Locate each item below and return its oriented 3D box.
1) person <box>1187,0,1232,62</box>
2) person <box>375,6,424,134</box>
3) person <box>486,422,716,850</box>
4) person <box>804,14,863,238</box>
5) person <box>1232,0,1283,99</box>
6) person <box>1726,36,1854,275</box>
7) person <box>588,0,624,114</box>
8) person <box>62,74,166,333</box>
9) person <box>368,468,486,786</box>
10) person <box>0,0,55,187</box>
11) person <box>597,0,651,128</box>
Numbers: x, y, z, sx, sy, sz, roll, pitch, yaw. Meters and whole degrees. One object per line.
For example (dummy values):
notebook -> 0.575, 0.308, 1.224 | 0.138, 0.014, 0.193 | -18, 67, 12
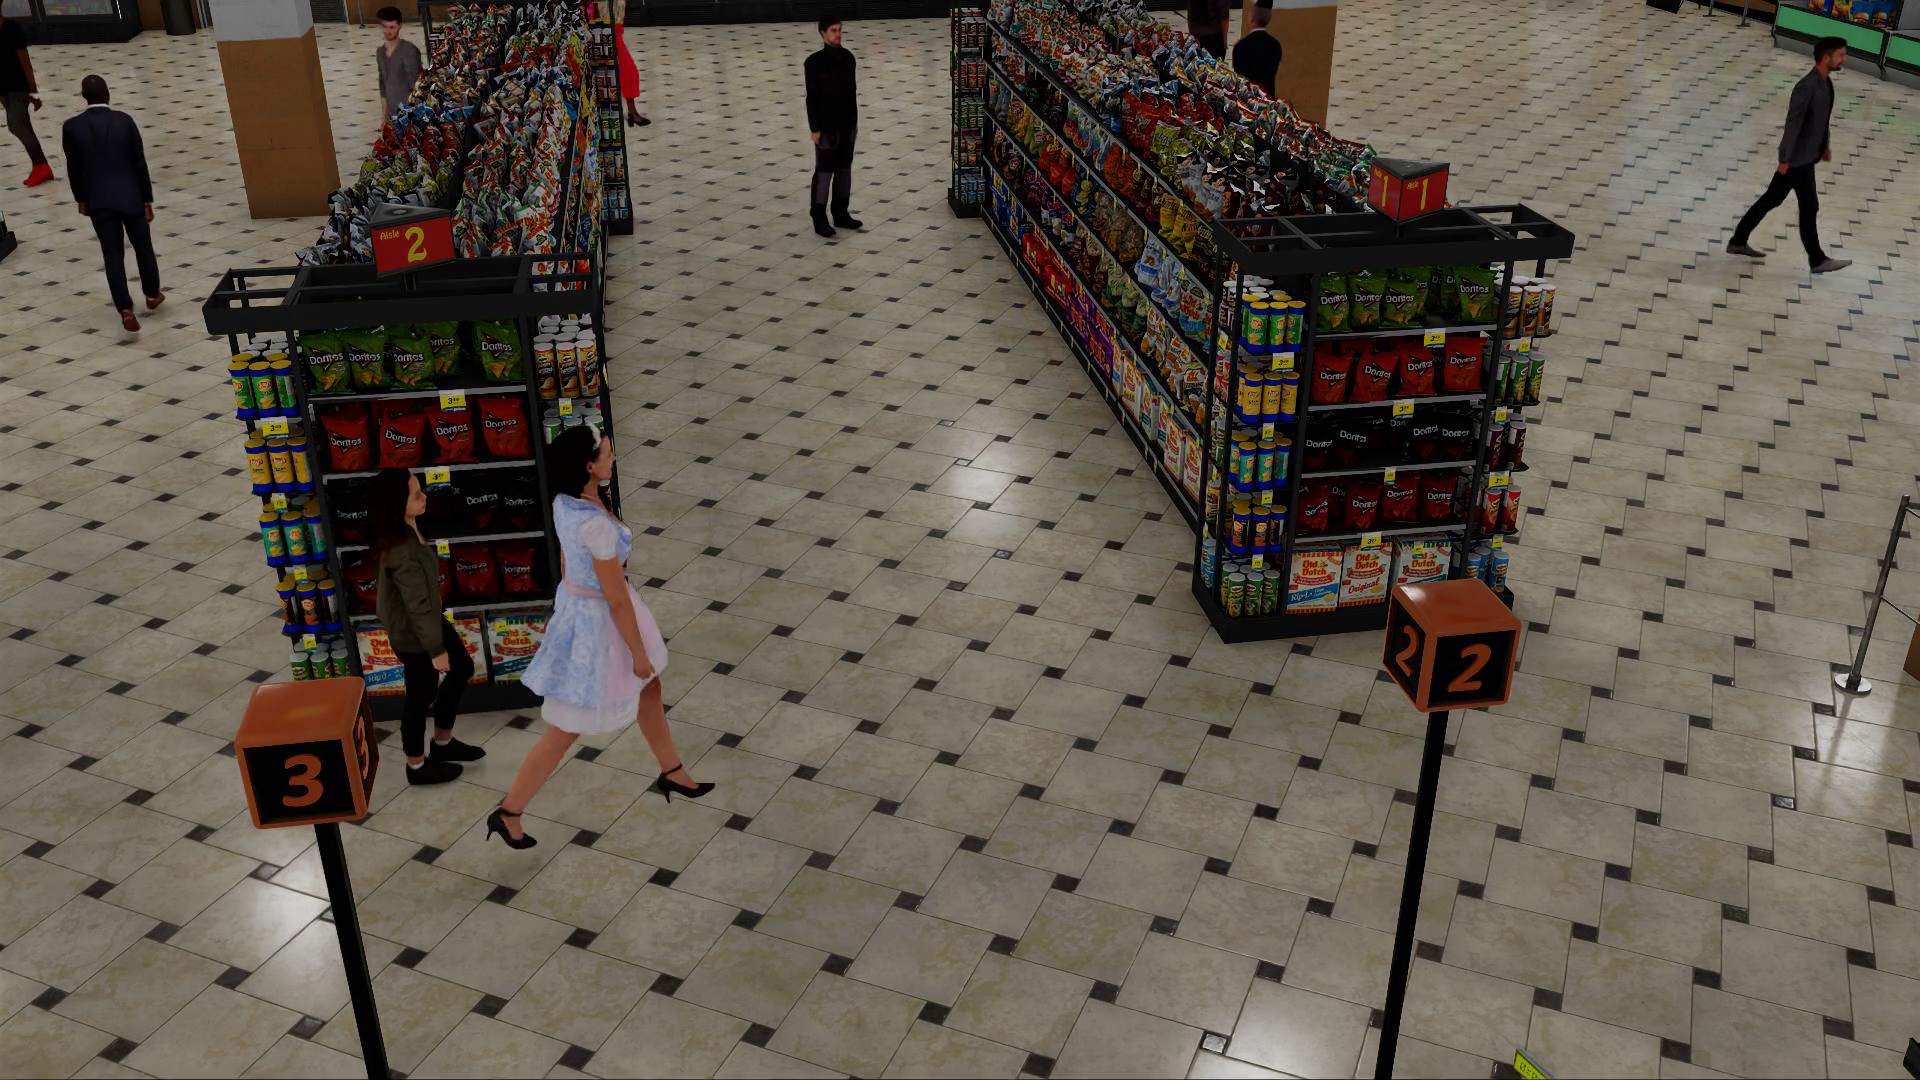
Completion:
person -> 2.622, -5.294, 17.647 | 0.738, 1.842, 0.809 | 20, 33, 34
person -> -4.683, -3.627, 14.314 | 1.024, 1.885, 1.074 | 24, 35, 39
person -> -1.495, 0.444, 6.411 | 0.959, 1.771, 1.211 | -13, 30, -25
person -> -1.085, -3.543, 14.198 | 0.820, 1.838, 0.793 | 21, 34, 36
person -> 2.616, -3.687, 14.414 | 1.014, 1.900, 1.290 | -16, 31, -28
person -> 6.602, -3.057, 13.260 | 1.258, 1.821, 1.211 | 17, 31, 30
person -> -4.045, -5.484, 18.181 | 0.706, 1.698, 0.862 | -6, 28, -12
person -> -6.088, -2.401, 11.986 | 0.833, 1.803, 1.230 | -10, 28, -18
person -> -2.305, 0.391, 6.856 | 0.665, 1.463, 0.517 | -7, 28, -13
person -> -8.808, -4.254, 15.651 | 0.791, 1.793, 0.832 | 13, 30, 24
person -> -3.776, -5.240, 17.624 | 0.625, 1.767, 1.022 | -5, 27, -10
